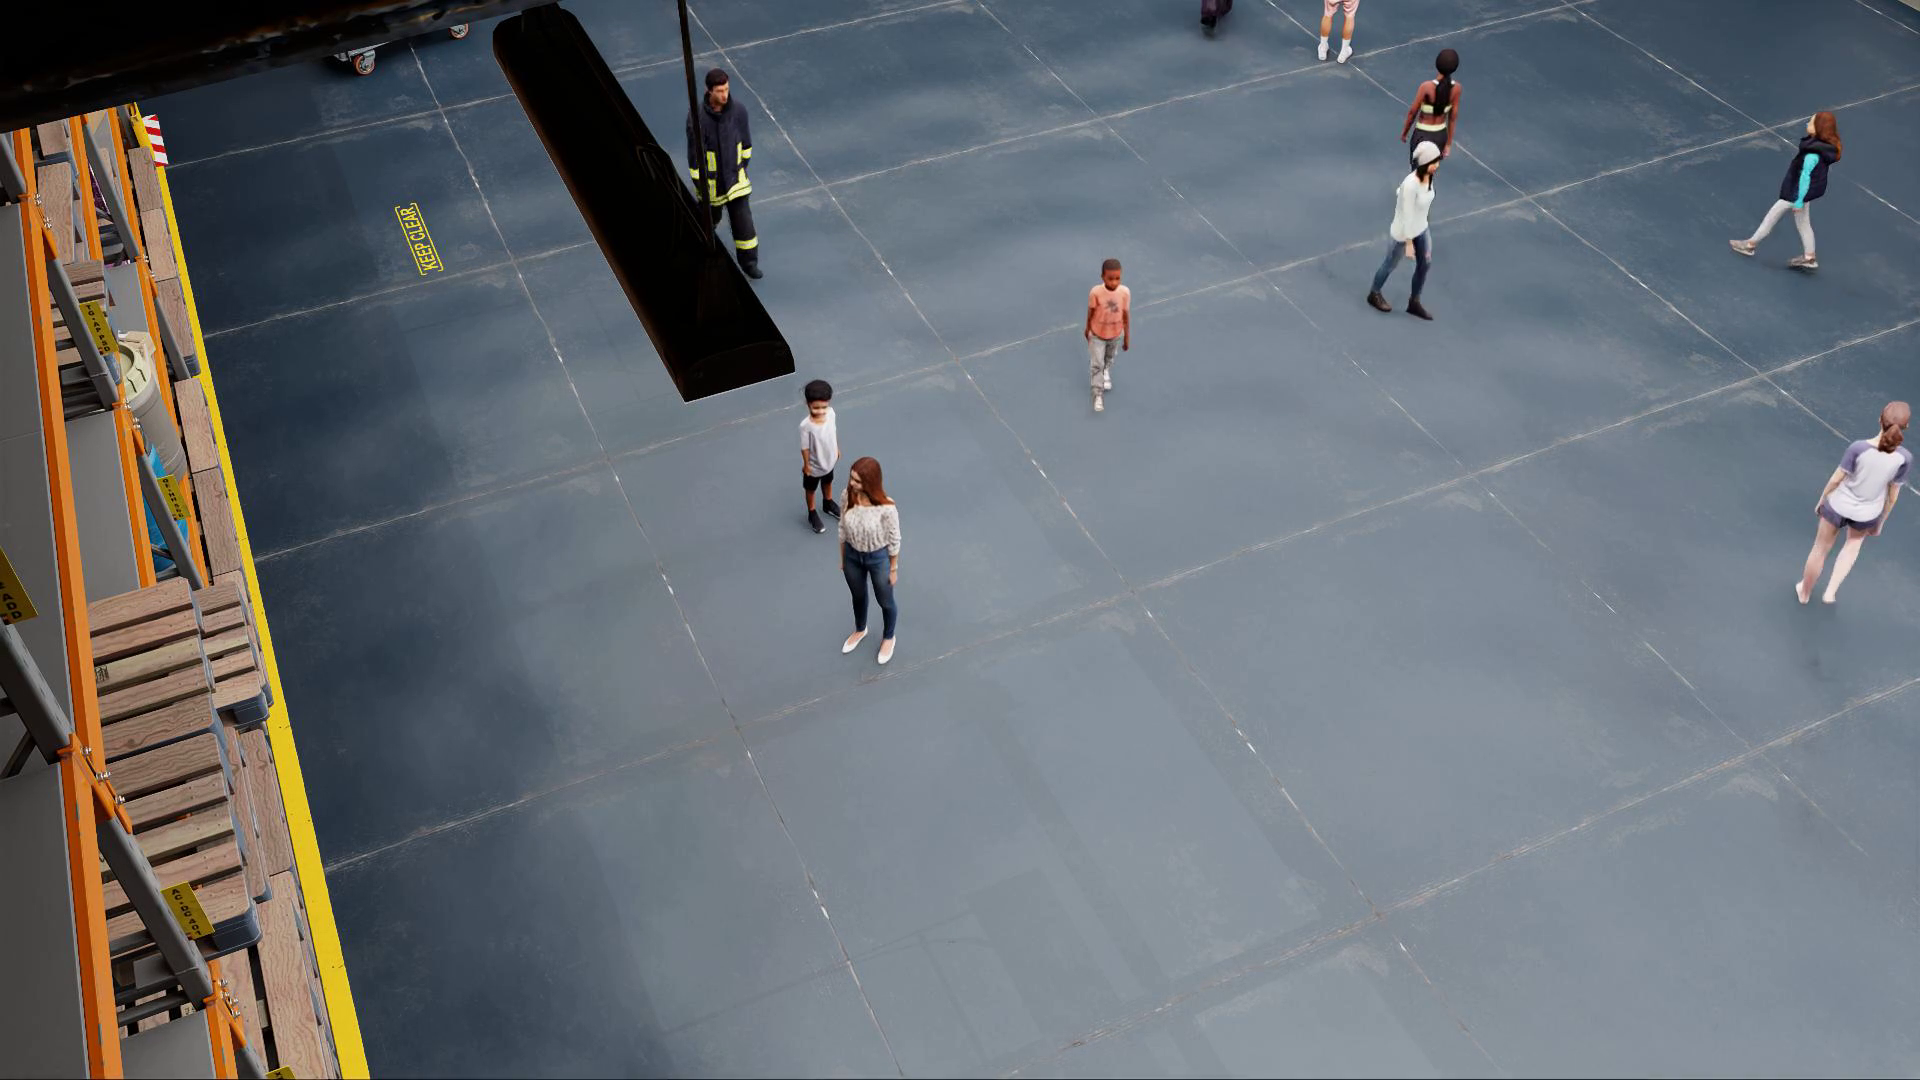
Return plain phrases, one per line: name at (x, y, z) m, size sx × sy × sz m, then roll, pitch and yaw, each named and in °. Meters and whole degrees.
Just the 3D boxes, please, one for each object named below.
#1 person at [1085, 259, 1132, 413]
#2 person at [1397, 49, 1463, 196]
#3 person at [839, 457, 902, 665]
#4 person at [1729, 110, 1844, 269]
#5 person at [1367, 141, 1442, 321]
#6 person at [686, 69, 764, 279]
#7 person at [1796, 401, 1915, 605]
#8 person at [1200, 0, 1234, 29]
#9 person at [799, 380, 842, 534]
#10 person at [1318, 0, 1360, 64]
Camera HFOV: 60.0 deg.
person at (1.156, -1.708, 13.184) m, size 0.697 × 1.279 × 0.931 m, roll -1°, pitch 44°, yaw -2°
person at (4.147, -3.425, 14.684) m, size 0.789 × 1.698 × 1.237 m, roll -5°, pitch 44°, yaw -6°
person at (-0.594, 0.110, 10.951) m, size 0.630 × 1.728 × 0.708 m, roll 17°, pitch 46°, yaw 17°
person at (7.346, -2.991, 14.398) m, size 1.070 × 1.463 × 0.873 m, roll 28°, pitch 50°, yaw 26°
person at (3.669, -2.603, 13.875) m, size 0.748 × 1.623 × 0.916 m, roll -32°, pitch 52°, yaw -29°
person at (-2.113, -3.208, 14.318) m, size 0.820 × 1.888 × 1.196 m, roll -21°, pitch 47°, yaw -21°
person at (6.023, -0.163, 11.214) m, size 0.714 × 1.760 × 0.776 m, roll 16°, pitch 46°, yaw 16°
person at (2.813, -6.271, 17.742) m, size 0.956 × 1.600 × 1.093 m, roll 7°, pitch 44°, yaw 7°
person at (-1.023, -0.638, 12.077) m, size 0.540 × 1.257 × 0.562 m, roll -31°, pitch 52°, yaw -28°
person at (3.966, -5.793, 17.107) m, size 0.716 × 1.783 × 0.762 m, roll 10°, pitch 45°, yaw 11°
